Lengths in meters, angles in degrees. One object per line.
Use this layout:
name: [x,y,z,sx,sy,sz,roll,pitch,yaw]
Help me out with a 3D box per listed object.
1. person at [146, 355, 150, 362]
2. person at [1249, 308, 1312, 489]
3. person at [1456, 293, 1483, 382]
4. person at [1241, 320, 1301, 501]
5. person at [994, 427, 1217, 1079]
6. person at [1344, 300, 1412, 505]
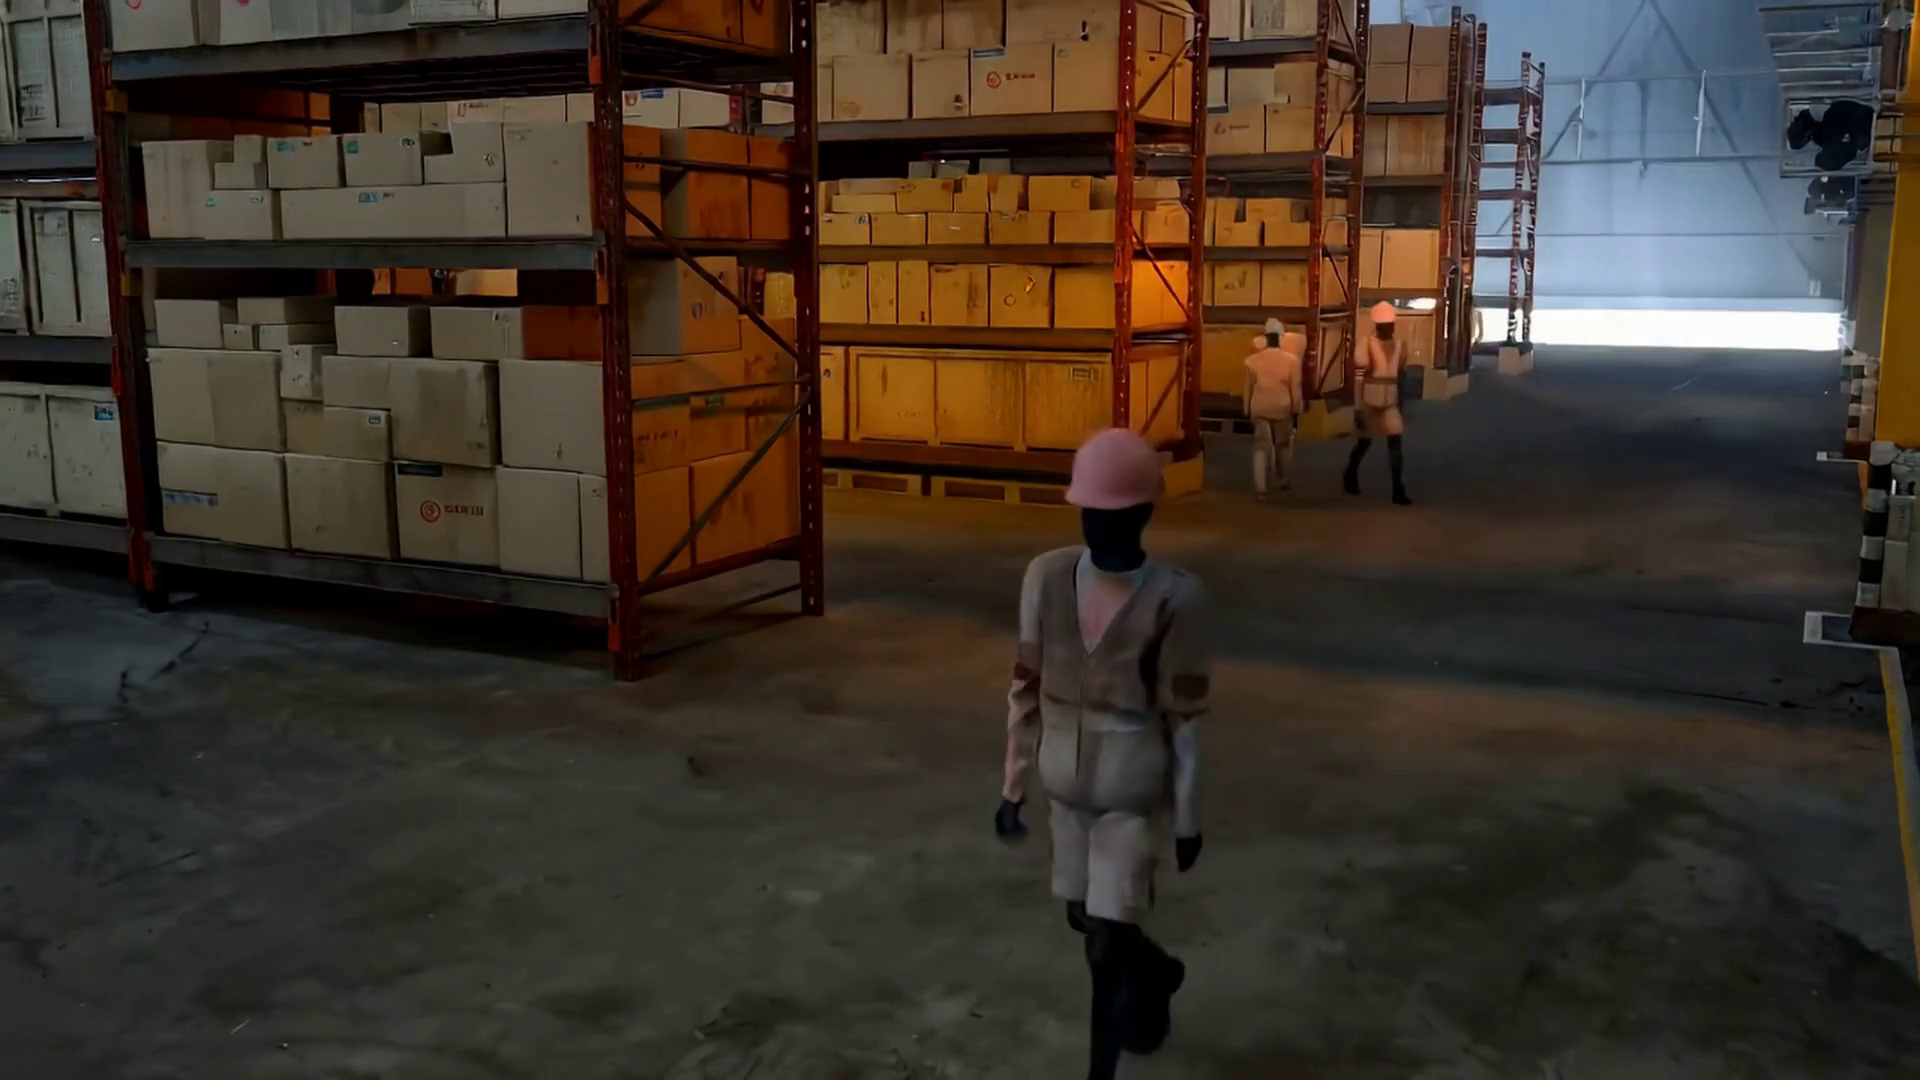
person: [-8.571,-1.628,17.691,0.590,1.837,0.403,4,11,24]
person: [3.188,-1.419,16.647,0.627,1.797,0.920,-1,10,-4]
person: [9.238,-3.693,30.296,0.522,1.616,0.740,-1,10,-7]
person: [2.941,-1.227,15.764,0.579,1.703,0.921,4,10,20]
person: [0.434,0.631,4.437,0.553,1.908,0.893,7,12,36]
person: [3.939,-1.311,15.687,0.554,1.904,0.889,-2,10,-12]
